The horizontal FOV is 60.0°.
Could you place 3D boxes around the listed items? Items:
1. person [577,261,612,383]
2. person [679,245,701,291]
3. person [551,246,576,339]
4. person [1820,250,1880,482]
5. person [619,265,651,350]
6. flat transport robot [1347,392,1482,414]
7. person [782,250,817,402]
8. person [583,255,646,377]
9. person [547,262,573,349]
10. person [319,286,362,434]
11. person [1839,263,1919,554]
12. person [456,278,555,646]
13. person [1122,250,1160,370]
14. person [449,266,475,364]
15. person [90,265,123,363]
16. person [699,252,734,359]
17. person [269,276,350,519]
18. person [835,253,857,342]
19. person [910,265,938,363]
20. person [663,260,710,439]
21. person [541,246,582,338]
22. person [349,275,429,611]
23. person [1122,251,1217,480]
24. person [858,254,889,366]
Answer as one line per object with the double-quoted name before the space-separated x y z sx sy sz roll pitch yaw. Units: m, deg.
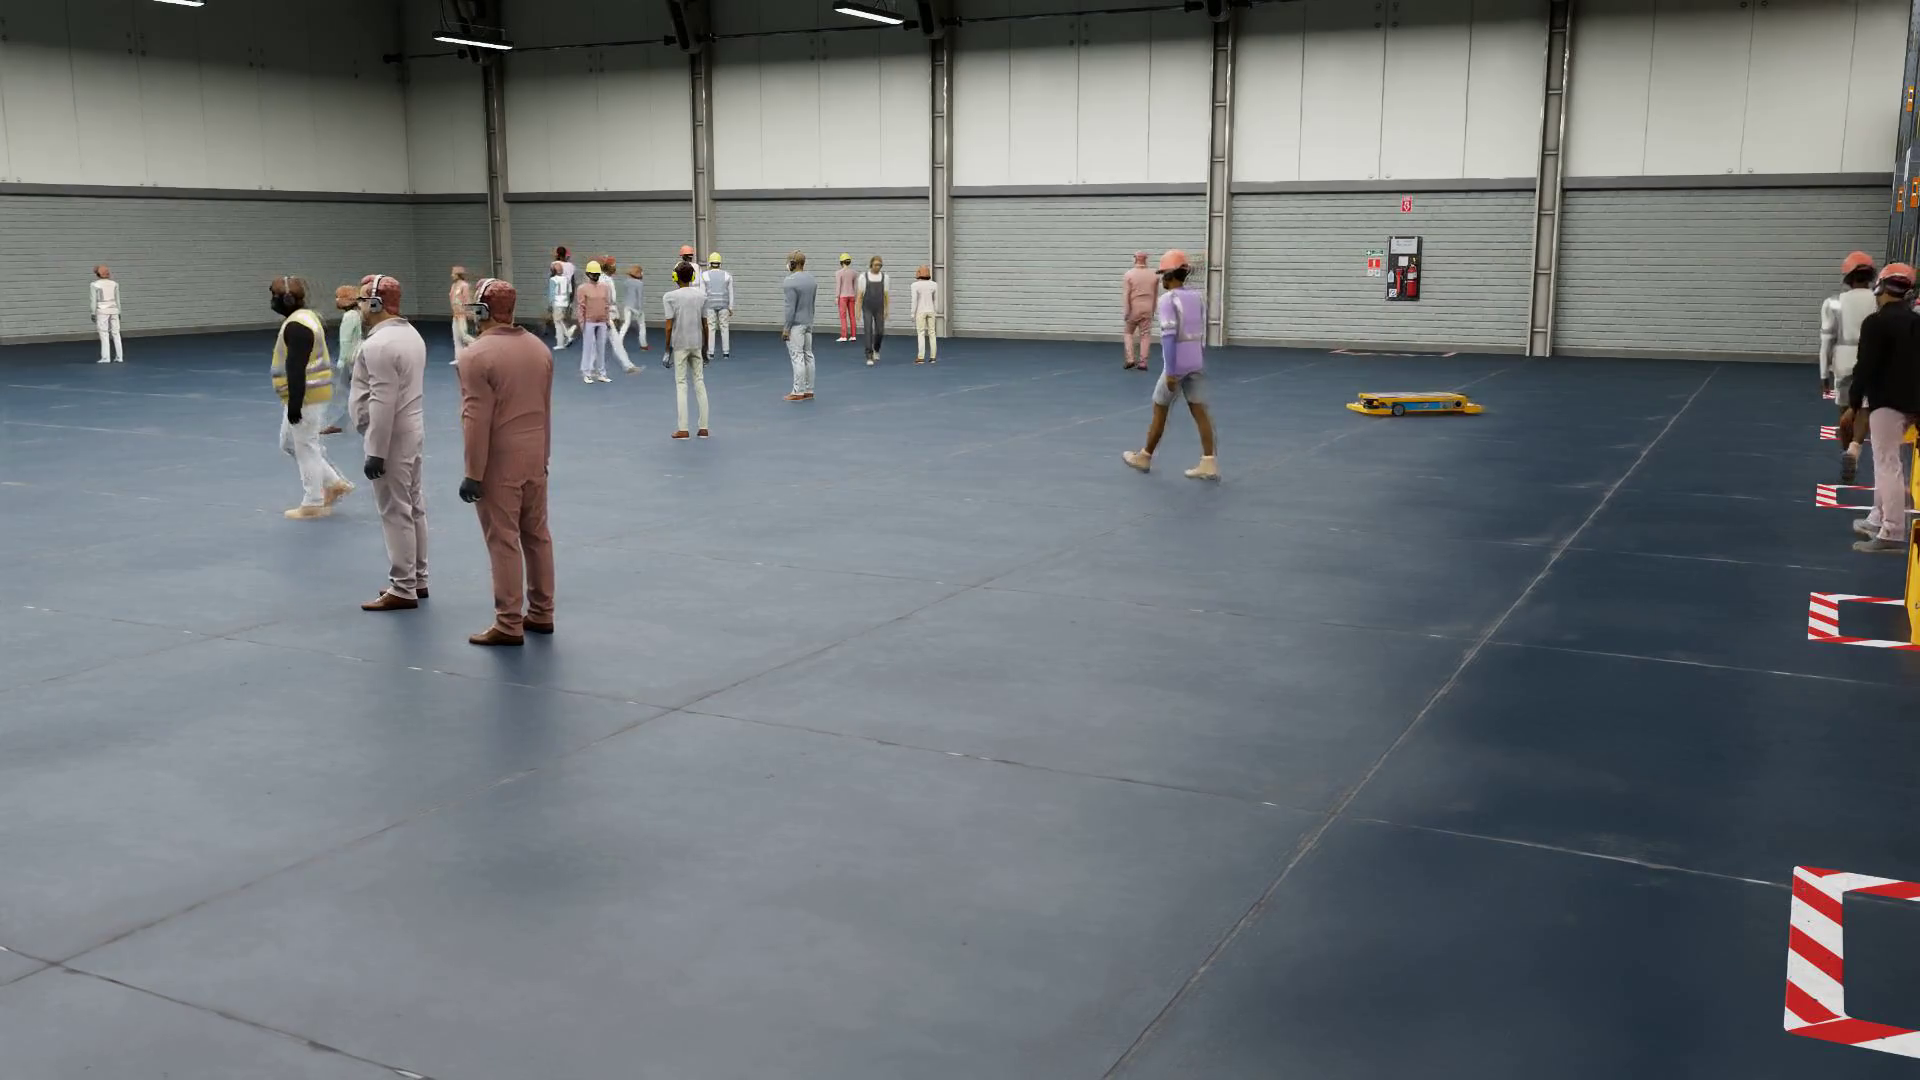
"person" -5.274 -3.143 24.049 0.333 1.761 0.522 9 14 41
"person" -5.156 -4.627 31.650 0.377 1.932 0.552 5 12 25
"person" -8.123 -5.045 34.016 0.685 1.901 0.641 6 12 30
"person" 7.803 -1.510 14.483 0.623 2.006 0.952 7 13 34
"person" -6.037 -4.270 30.637 0.497 1.590 0.822 7 12 32
"flat transport robot" 5.439 -1.645 19.929 1.431 0.197 0.652 -2 10 -8
"person" -2.074 -2.737 21.339 0.372 1.940 0.631 5 12 26
"person" -5.248 -3.367 25.044 0.991 1.823 0.718 0 10 -3
"person" -7.512 -4.367 31.082 0.368 1.629 0.519 4 11 19
"person" -6.468 -1.924 17.834 0.821 1.599 0.506 -3 11 -18
"person" 6.318 -0.904 11.359 0.663 1.945 0.714 -6 12 -30
"person" -2.392 -0.402 8.689 0.399 1.909 0.642 5 11 24
"person" 2.829 -3.639 26.396 0.647 1.884 0.590 -3 11 -15
"person" -8.213 -3.716 27.538 0.526 1.626 0.518 -8 13 -38
"person" -14.289 -3.774 27.840 0.315 1.631 0.514 6 12 29
"person" -4.203 -4.030 28.674 0.600 1.831 0.404 -4 11 -21
"person" -4.951 -1.062 12.528 0.434 1.826 0.636 -4 11 -19
"person" -2.301 -4.866 33.417 0.535 1.767 0.315 -9 14 -41
"person" -0.596 -3.771 27.805 0.498 1.634 0.283 -5 12 -27
"person" -2.872 -1.986 17.427 0.514 1.872 0.332 -6 12 -31
"person" -8.301 -5.131 34.502 0.746 1.907 0.553 -1 10 -7
"person" -3.273 -0.555 9.527 0.408 1.908 0.646 0 10 -2
"person" 1.892 -1.537 14.657 0.617 1.981 1.043 -10 14 -43
"person" -1.436 -3.778 27.345 0.538 1.822 0.476 -2 11 -11
